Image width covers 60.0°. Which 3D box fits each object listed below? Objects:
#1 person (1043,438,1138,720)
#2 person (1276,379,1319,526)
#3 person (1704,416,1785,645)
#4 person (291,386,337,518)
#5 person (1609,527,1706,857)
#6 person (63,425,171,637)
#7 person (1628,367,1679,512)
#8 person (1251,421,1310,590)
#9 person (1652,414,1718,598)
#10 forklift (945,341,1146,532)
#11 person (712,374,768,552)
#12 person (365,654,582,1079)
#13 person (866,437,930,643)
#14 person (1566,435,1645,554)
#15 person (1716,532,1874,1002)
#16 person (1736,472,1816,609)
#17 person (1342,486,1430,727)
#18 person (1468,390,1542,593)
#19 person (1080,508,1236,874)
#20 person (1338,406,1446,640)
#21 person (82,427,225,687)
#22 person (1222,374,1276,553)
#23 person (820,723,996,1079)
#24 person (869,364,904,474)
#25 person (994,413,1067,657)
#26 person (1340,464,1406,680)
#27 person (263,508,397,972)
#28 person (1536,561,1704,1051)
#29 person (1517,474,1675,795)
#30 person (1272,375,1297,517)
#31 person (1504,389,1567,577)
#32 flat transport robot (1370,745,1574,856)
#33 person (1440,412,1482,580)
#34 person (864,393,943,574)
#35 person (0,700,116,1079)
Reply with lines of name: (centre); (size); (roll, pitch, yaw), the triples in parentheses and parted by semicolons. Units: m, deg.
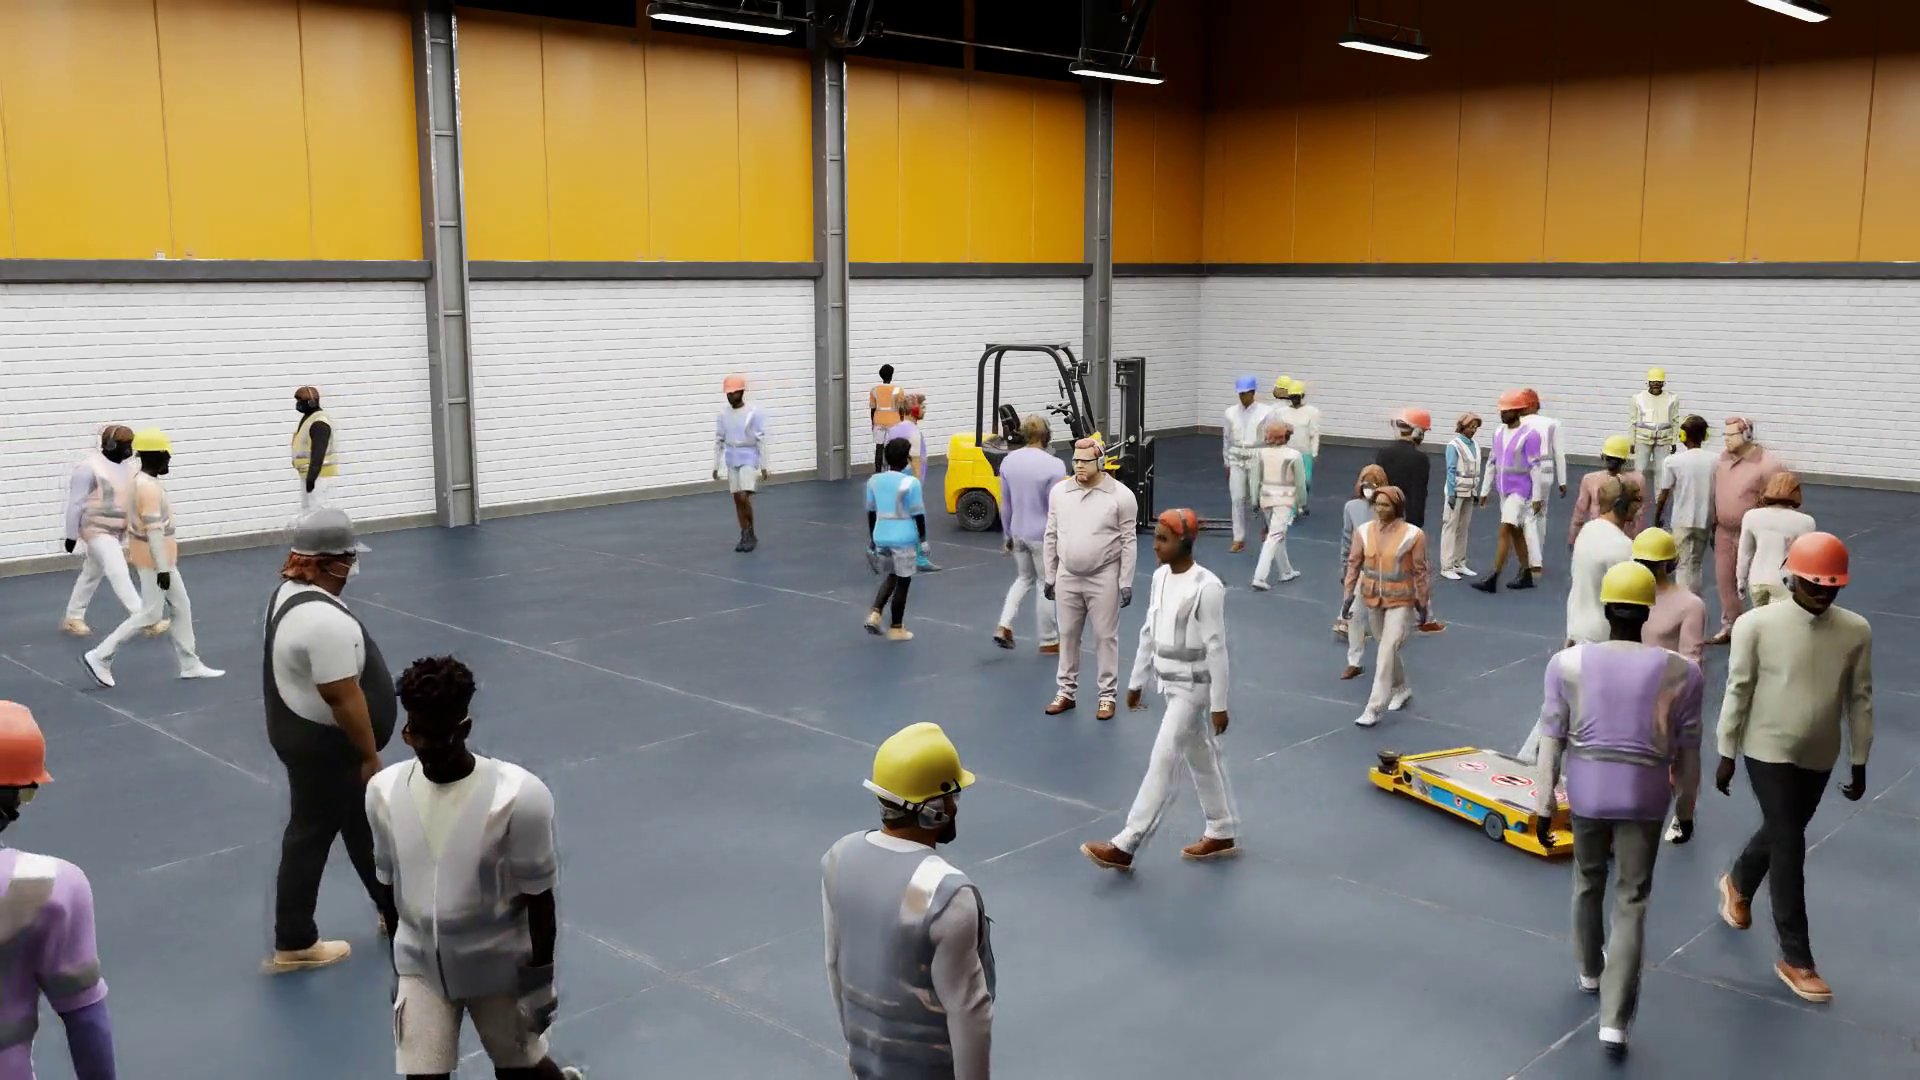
person: (0.856, 0.263, 11.225); (0.651, 1.906, 0.401); (4, 10, 24)
person: (4.032, -1.067, 19.869); (0.525, 1.738, 0.675); (3, 10, 16)
person: (6.374, -0.069, 13.373); (0.658, 1.881, 0.670); (-4, 10, -25)
person: (-6.695, -0.682, 17.251); (0.434, 1.832, 0.660); (-6, 11, -32)
person: (3.612, 0.783, 8.622); (0.902, 1.724, 0.536); (-8, 12, -41)
person: (-7.040, -0.069, 13.734); (1.040, 1.761, 0.628); (1, 9, 7)
person: (8.650, -1.250, 20.757); (0.588, 1.828, 0.403); (2, 9, 12)
person: (3.032, -0.331, 15.835); (0.878, 1.595, 0.509); (-8, 13, -42)
person: (5.974, -0.116, 13.727); (0.543, 1.843, 0.737); (1, 9, 4)
forklift: (0.977, -1.223, 19.452); (2.313, 2.155, 1.214); (2, 9, 11)
person: (-2.368, -0.813, 17.772); (0.579, 1.917, 0.536); (4, 10, 23)
person: (-1.472, 1.248, 5.161); (0.603, 1.932, 0.906); (1, 9, 7)
person: (-0.505, 0.006, 13.484); (0.539, 1.681, 0.360); (8, 12, 42)
person: (5.279, -0.018, 13.543); (0.934, 1.710, 0.550); (-7, 12, -38)
person: (3.617, 0.895, 7.277); (0.622, 1.945, 1.028); (-1, 9, -4)
person: (5.739, 0.329, 11.700); (0.380, 1.617, 0.500); (-7, 12, -36)
person: (2.881, 0.421, 11.195); (0.535, 1.599, 0.847); (9, 13, 43)
person: (5.088, -0.451, 15.614); (0.914, 1.895, 0.568); (-4, 10, -22)
person: (1.014, 0.759, 8.370); (0.956, 1.836, 0.610); (-3, 10, -17)
person: (3.563, -0.130, 13.609); (1.056, 1.939, 0.615); (-6, 11, -32)
person: (-5.913, 0.127, 12.087); (0.861, 1.902, 0.594); (-4, 10, -23)
person: (3.127, -0.834, 17.883); (0.621, 1.927, 0.615); (5, 11, 30)
person: (-0.111, 1.393, 4.518); (0.403, 1.835, 0.588); (-8, 12, -42)
person: (-1.026, -1.634, 23.520); (0.534, 1.694, 0.319); (3, 10, 18)
person: (0.604, -0.025, 12.914); (0.564, 1.928, 0.651); (-9, 13, -42)
person: (3.071, 0.223, 12.328); (0.515, 1.612, 0.524); (8, 12, 40)
person: (-2.643, 0.836, 7.300); (0.916, 2.000, 0.710); (-6, 11, -32)
person: (2.611, 1.031, 6.632); (0.598, 1.886, 0.955); (5, 11, 28)
person: (3.647, 0.559, 9.503); (1.033, 1.894, 0.640); (1, 9, 7)
person: (3.928, -1.129, 20.249); (0.490, 1.746, 0.286); (-8, 12, -40)
person: (5.715, -0.592, 16.673); (0.634, 1.837, 0.897); (0, 9, 3)
flat transport robot: (2.990, 1.404, 9.228); (0.652, 0.197, 1.431); (-4, 10, -24)
person: (4.930, -0.437, 16.337); (0.515, 1.639, 0.314); (-8, 12, -41)
person: (-0.562, -0.545, 16.467); (0.774, 1.824, 0.574); (-3, 10, -16)
person: (-2.412, 1.387, 4.082); (0.633, 1.983, 0.927); (-1, 9, -7)
